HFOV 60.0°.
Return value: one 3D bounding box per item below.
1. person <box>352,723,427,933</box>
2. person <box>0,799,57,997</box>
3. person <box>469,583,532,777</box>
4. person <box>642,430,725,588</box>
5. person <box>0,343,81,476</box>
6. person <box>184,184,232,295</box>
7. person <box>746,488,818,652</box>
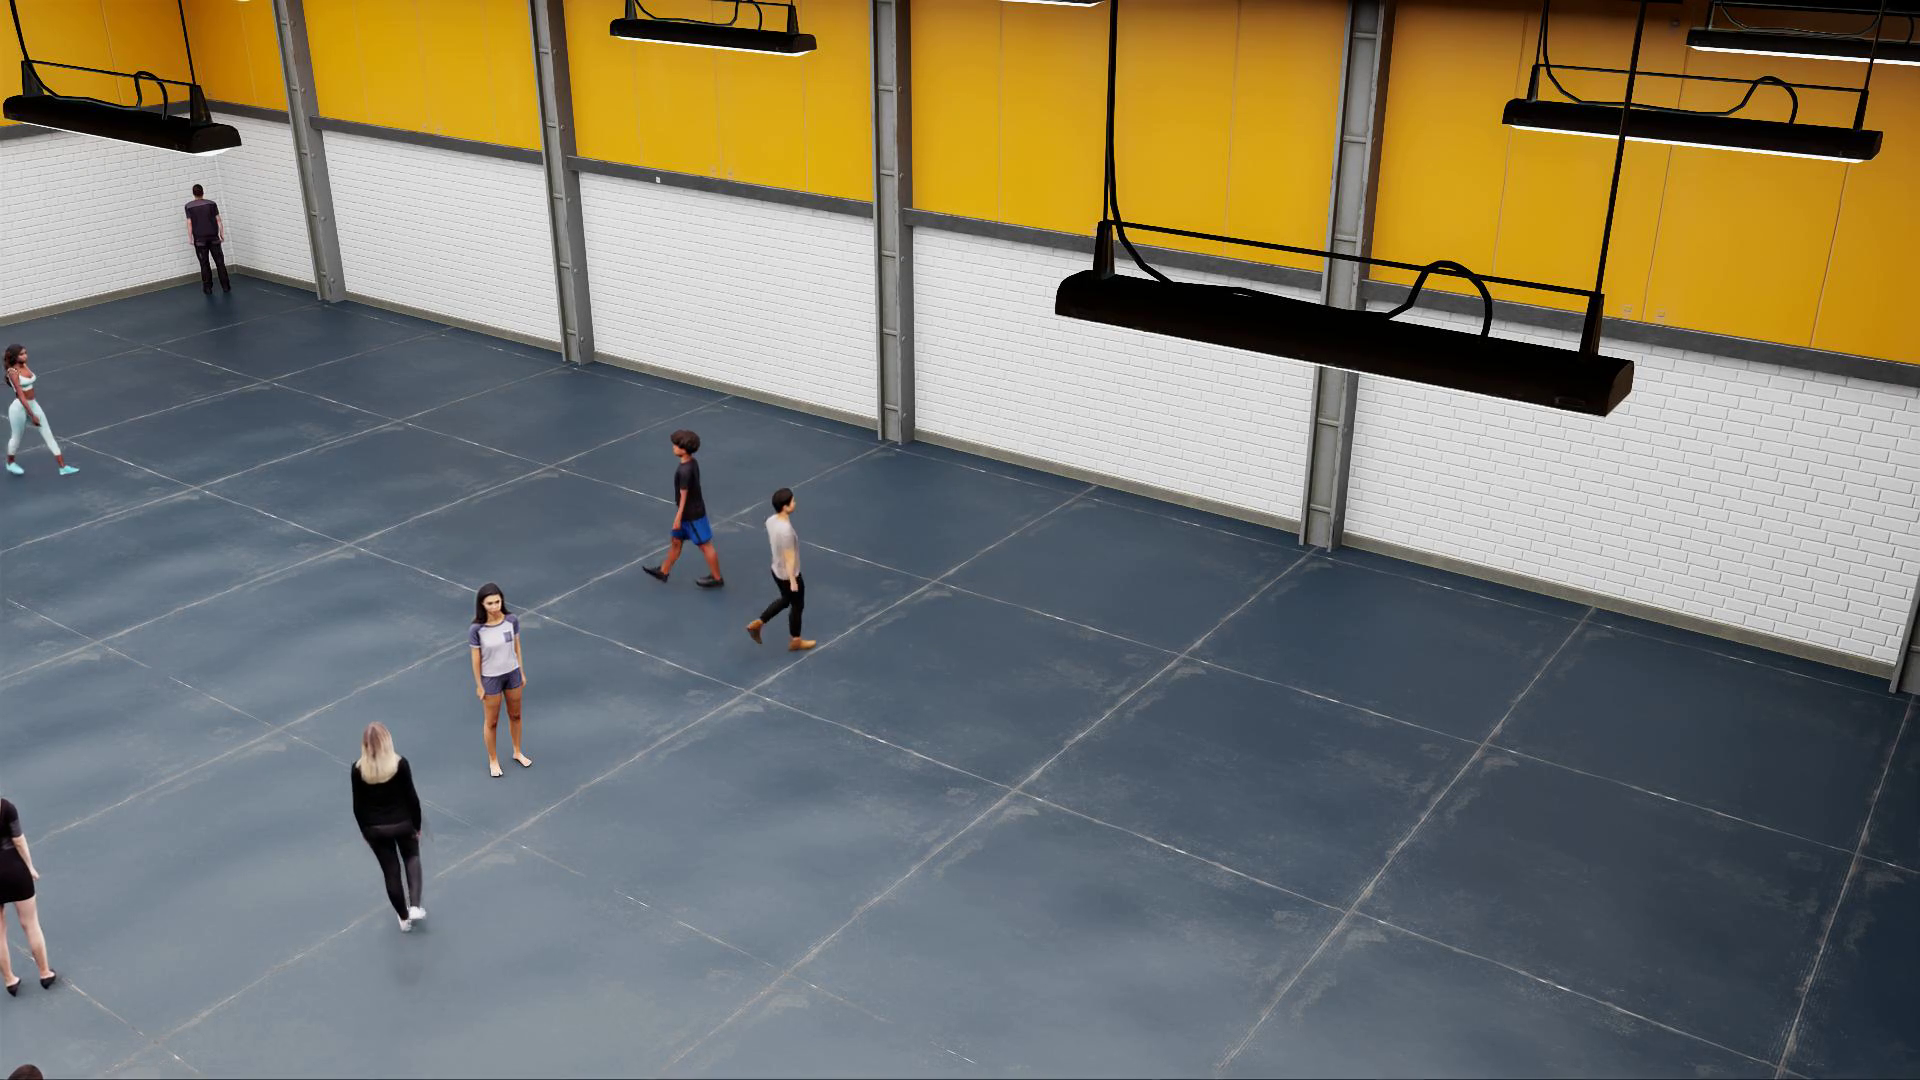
[{"bbox_3d":[-4.098,2.119,11.963,0.741,1.677,0.787,-8,25,-18],"label":"person"},{"bbox_3d":[-6.540,2.306,11.343,0.640,1.832,0.654,-9,25,-20],"label":"person"},{"bbox_3d":[-3.891,1.161,14.086,0.640,1.733,0.592,-17,29,-33],"label":"person"},{"bbox_3d":[-2.716,-0.285,17.360,1.168,1.760,1.048,-2,24,-4],"label":"person"},{"bbox_3d":[-11.505,-1.544,20.346,1.245,1.674,0.908,4,24,8],"label":"person"},{"bbox_3d":[-12.862,-5.151,28.386,0.806,1.845,0.767,-13,27,-27],"label":"person"},{"bbox_3d":[-1.753,0.317,16.050,0.939,1.705,0.951,-9,25,-20],"label":"person"}]
